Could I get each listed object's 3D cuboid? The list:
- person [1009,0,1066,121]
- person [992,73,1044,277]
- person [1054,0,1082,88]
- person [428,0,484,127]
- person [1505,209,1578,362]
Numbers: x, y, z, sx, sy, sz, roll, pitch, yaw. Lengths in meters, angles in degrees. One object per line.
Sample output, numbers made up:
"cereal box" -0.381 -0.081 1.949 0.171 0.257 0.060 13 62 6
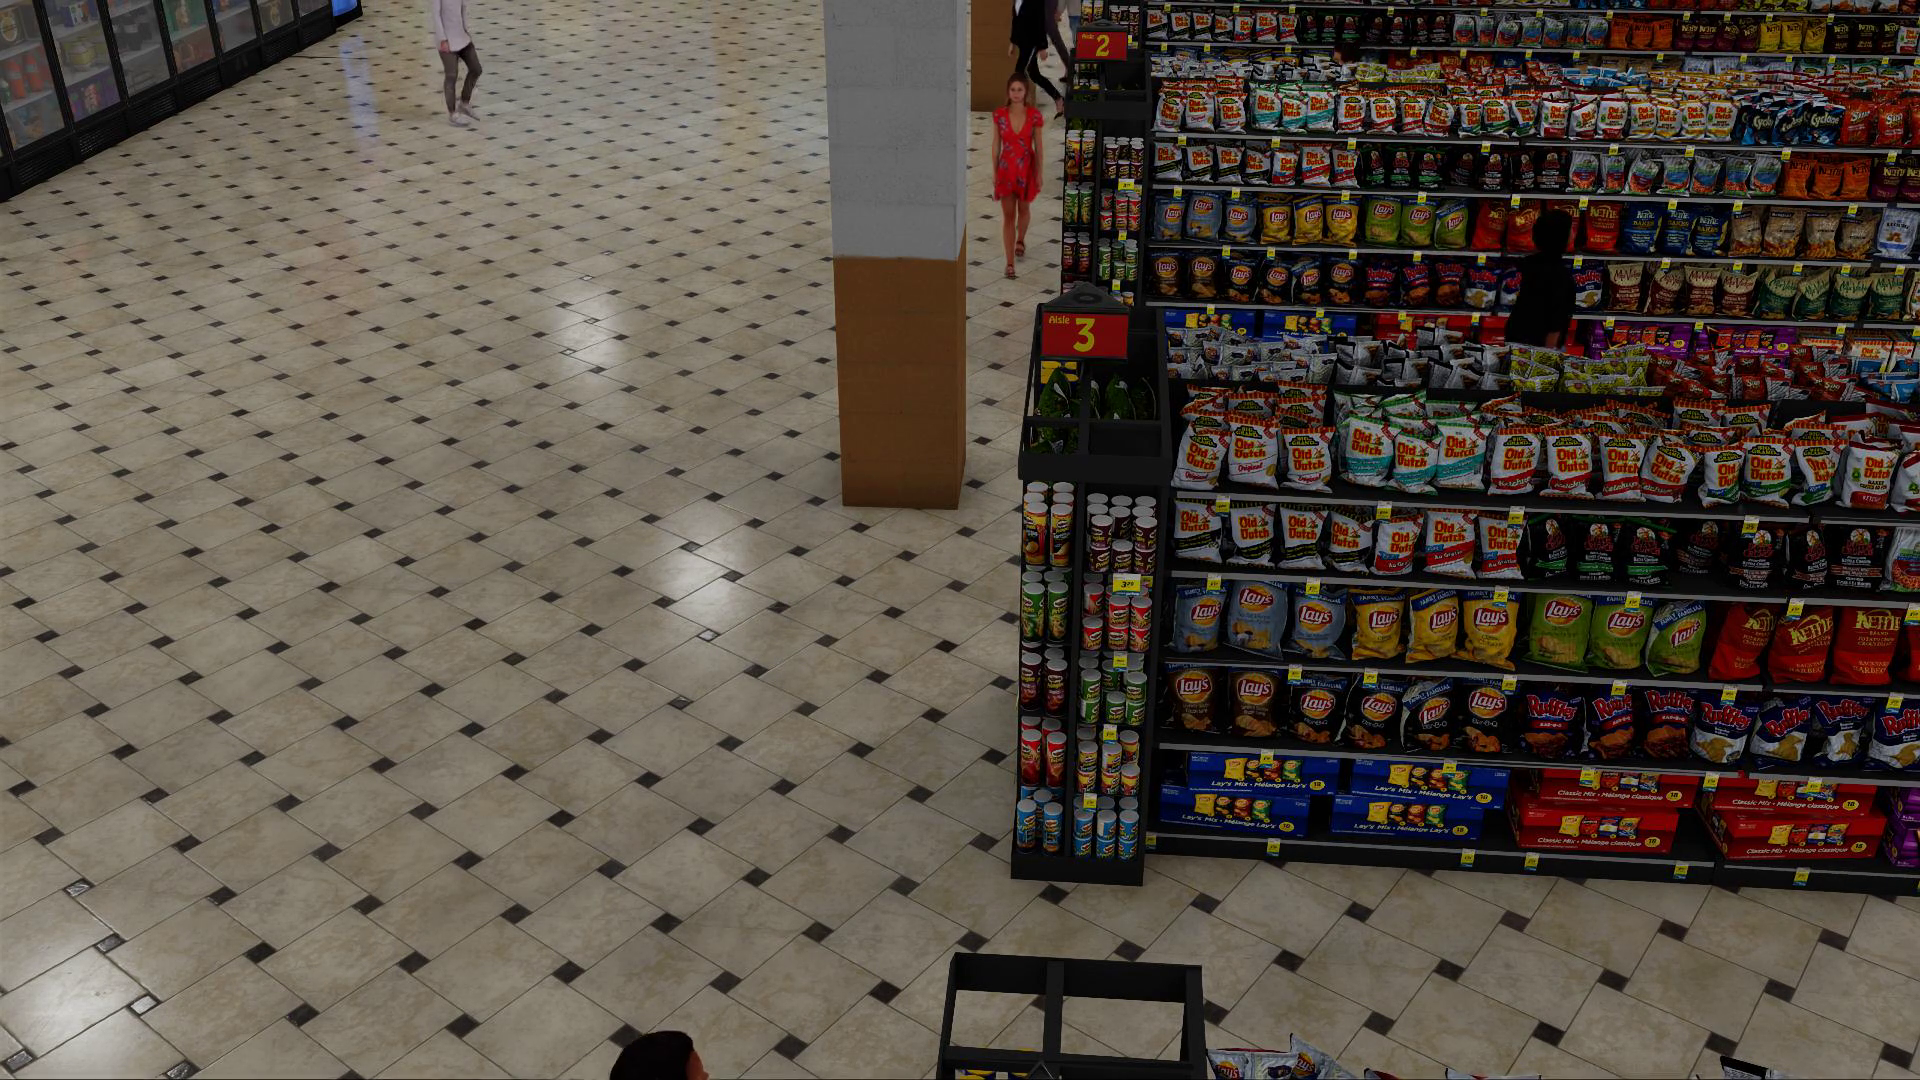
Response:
"person" 0.791 -5.078 17.169 1.182 1.664 0.969 -13 31 -23
"person" 0.483 -2.961 13.421 0.984 1.540 0.628 3 29 5
"person" 1.403 -5.741 18.158 0.910 1.881 0.963 -19 34 -31
"person" -5.341 -5.229 17.280 0.765 1.823 0.788 14 31 23
"person" 3.341 -1.105 9.881 0.991 1.675 0.859 -13 31 -22
